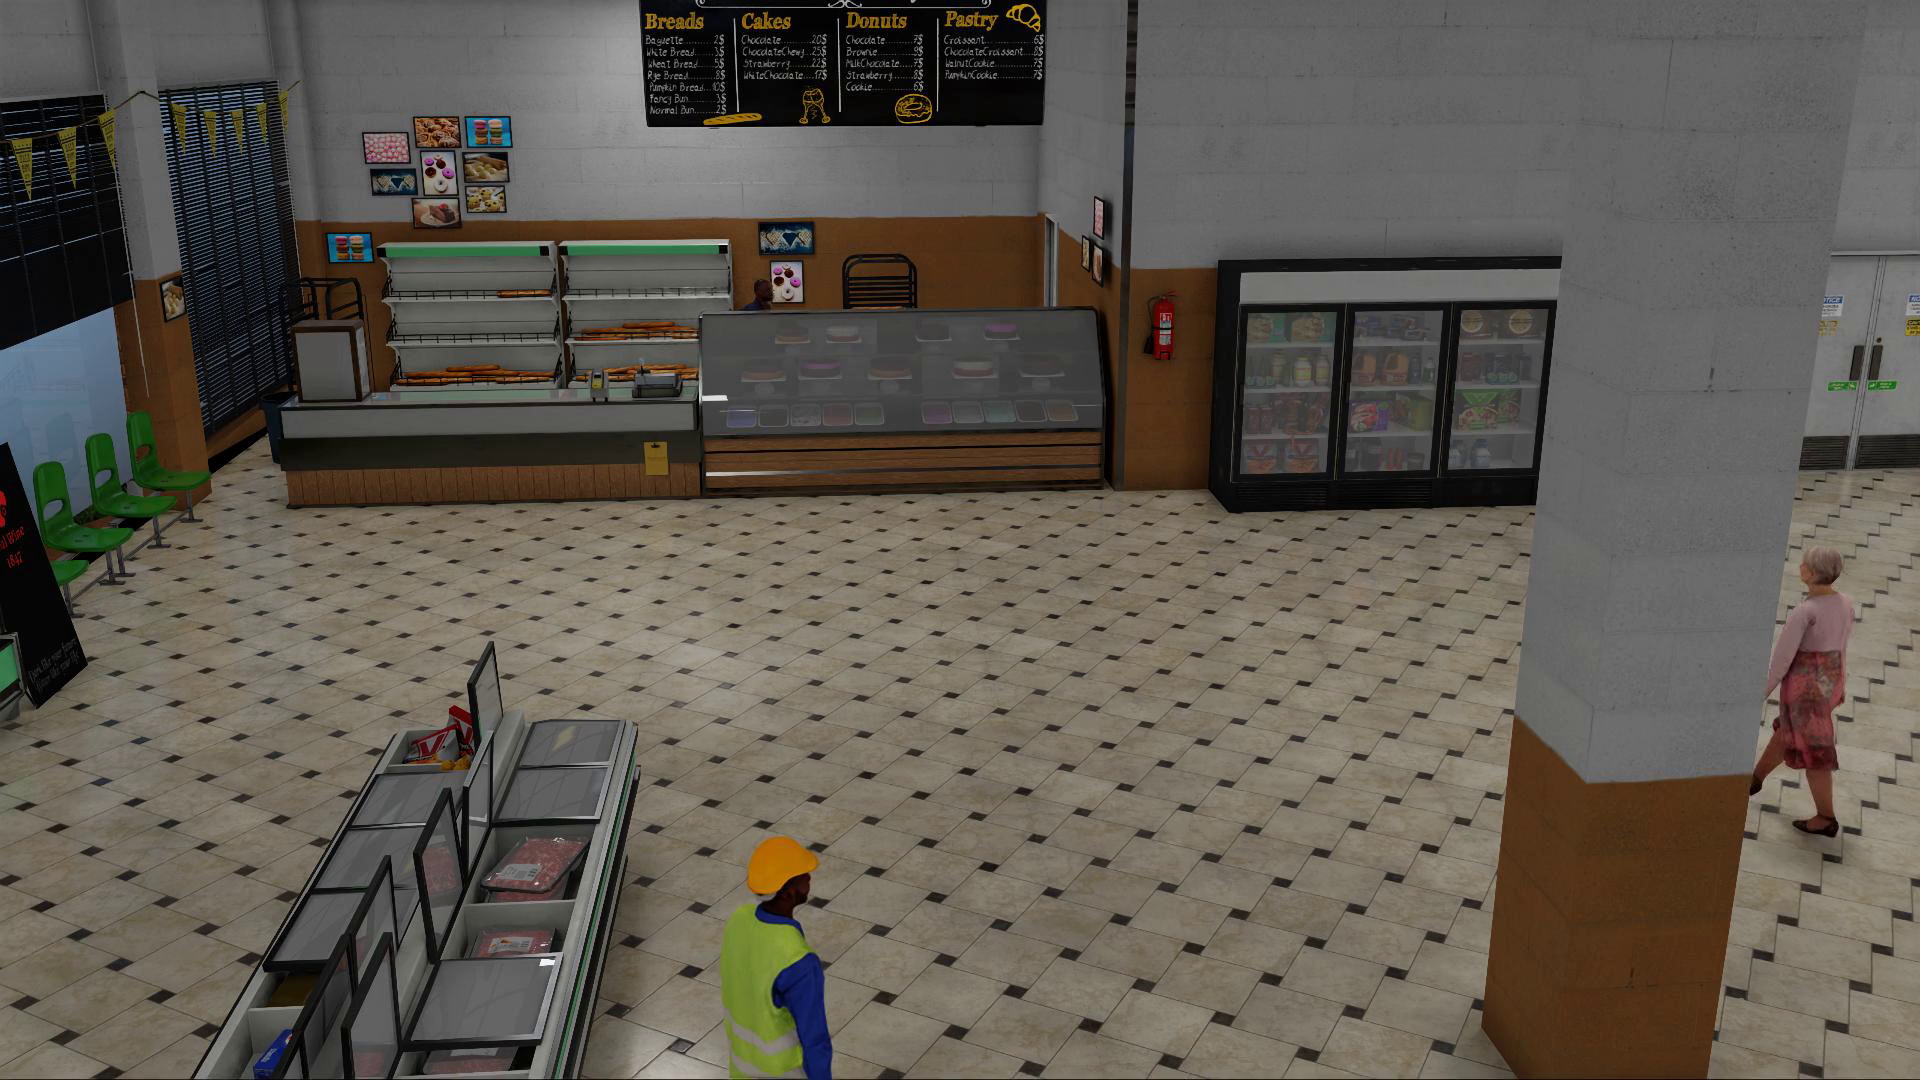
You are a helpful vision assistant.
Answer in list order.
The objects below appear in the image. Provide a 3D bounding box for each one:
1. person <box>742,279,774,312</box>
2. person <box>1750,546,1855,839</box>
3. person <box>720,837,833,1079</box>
[{"bbox_3d":[-2.284,-1.992,18.615,1.031,1.770,1.210,4,17,14],"label":"person"},{"bbox_3d":[4.843,0.889,9.322,0.908,1.656,1.108,-10,20,-30],"label":"person"},{"bbox_3d":[-0.643,1.872,5.821,0.796,1.810,0.688,-13,21,-37],"label":"person"}]
